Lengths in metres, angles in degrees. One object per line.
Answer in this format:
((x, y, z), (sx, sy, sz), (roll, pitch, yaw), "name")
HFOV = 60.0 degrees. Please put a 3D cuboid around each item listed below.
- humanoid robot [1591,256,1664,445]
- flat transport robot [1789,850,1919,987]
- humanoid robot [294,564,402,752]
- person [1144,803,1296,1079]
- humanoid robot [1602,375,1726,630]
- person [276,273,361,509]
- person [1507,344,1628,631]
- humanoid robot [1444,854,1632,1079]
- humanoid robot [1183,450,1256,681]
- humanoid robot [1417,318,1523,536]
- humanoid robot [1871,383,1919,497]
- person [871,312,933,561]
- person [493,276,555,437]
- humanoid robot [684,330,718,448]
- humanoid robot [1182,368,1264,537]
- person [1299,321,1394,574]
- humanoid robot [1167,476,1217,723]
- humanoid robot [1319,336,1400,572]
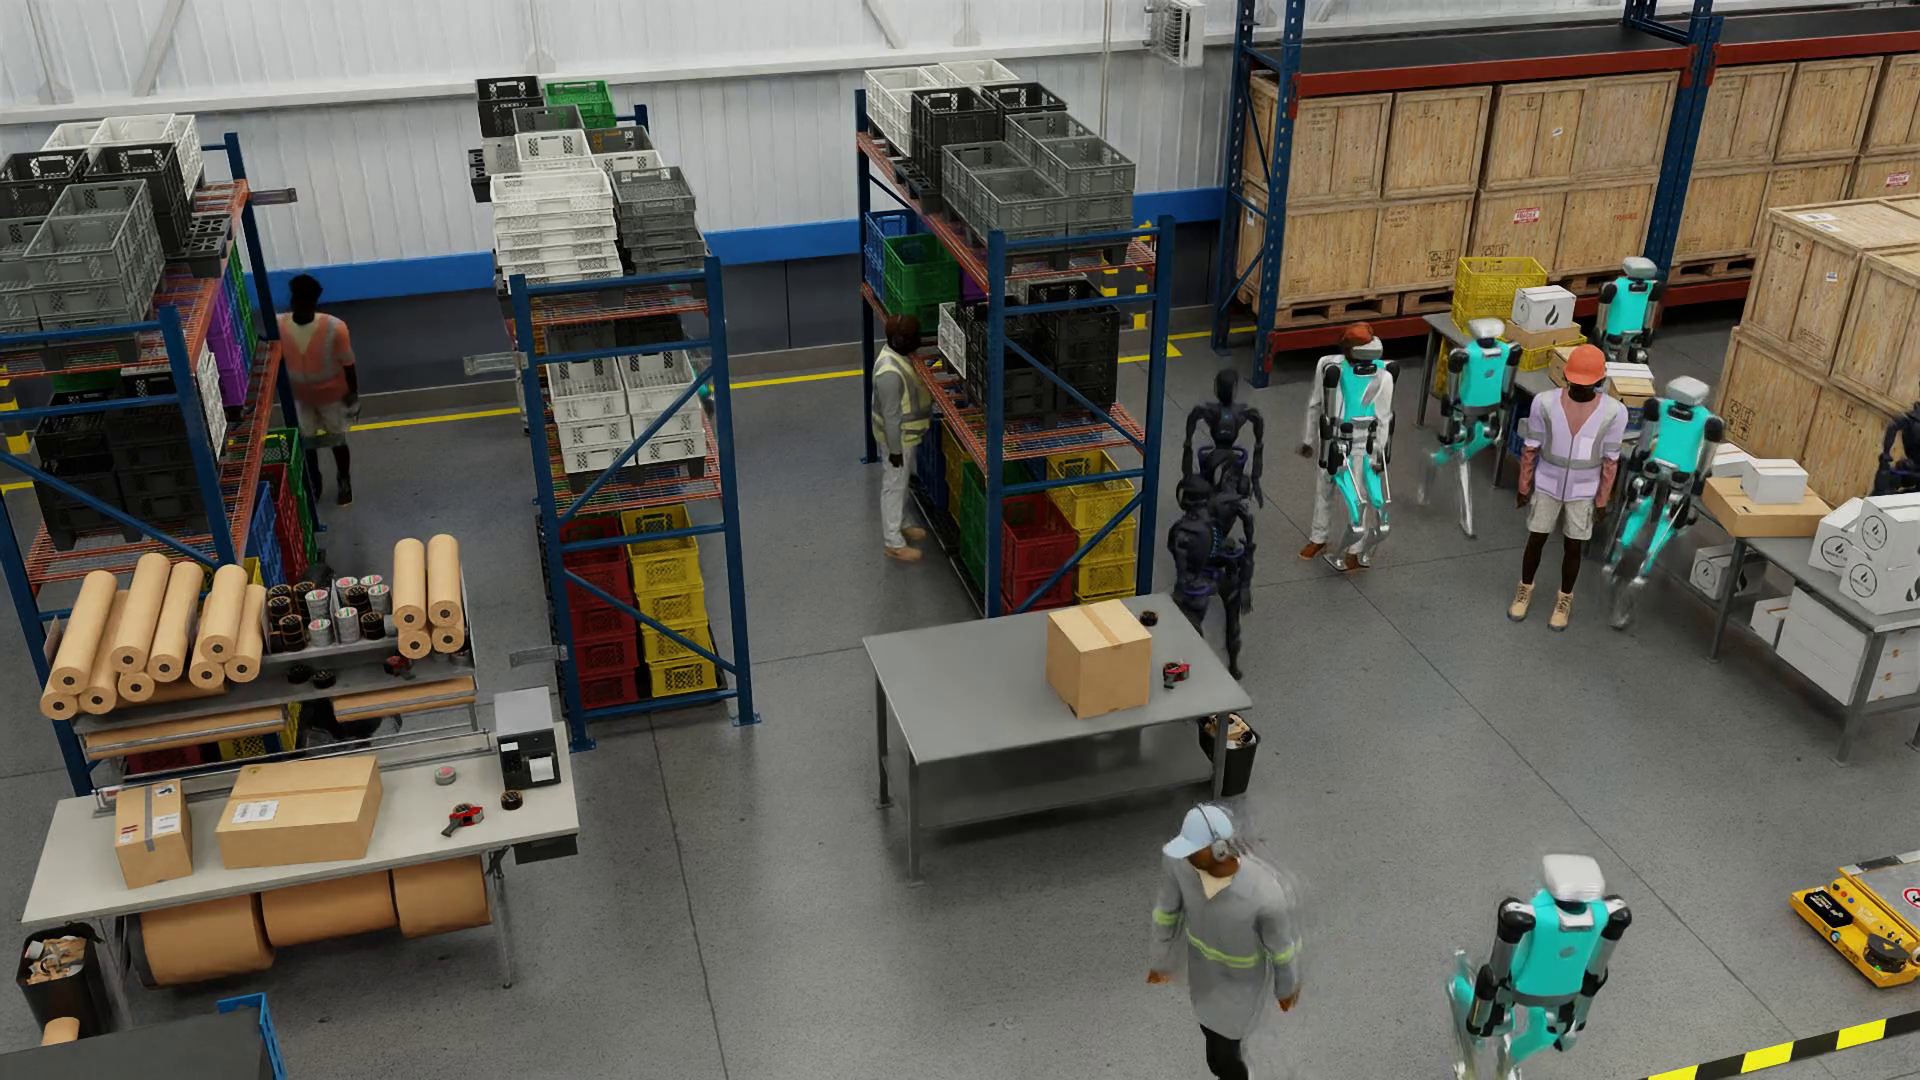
((5.224, -1.205, 12.947), (0.549, 1.905, 0.743), (-7, 30, -12), "humanoid robot")
((5.163, 1.916, 8.676), (1.431, 0.231, 0.659), (-8, 30, -14), "flat transport robot")
((-3.380, 0.860, 9.139), (0.587, 1.641, 0.480), (2, 29, 4), "humanoid robot")
((1.116, 1.857, 7.176), (0.599, 1.813, 0.607), (-24, 37, -37), "person")
((4.526, -0.143, 10.962), (0.676, 1.859, 0.532), (-24, 37, -36), "humanoid robot")
((-4.784, -1.099, 12.439), (0.623, 1.924, 0.524), (-3, 29, -5), "person")
((3.979, -0.339, 10.956), (0.598, 2.035, 0.401), (12, 31, 21), "person")
((2.380, 1.936, 7.119), (0.549, 1.727, 1.042), (-2, 29, -5), "humanoid robot")
((1.626, 0.175, 10.388), (0.390, 1.646, 0.600), (-23, 36, -35), "humanoid robot")
((3.667, -0.874, 12.303), (0.575, 1.846, 0.896), (-4, 29, -8), "humanoid robot")
((6.473, -0.341, 11.315), (0.599, 1.656, 0.364), (-4, 29, -8), "humanoid robot")
((-0.410, -0.759, 11.909), (0.431, 1.844, 0.622), (4, 29, 7), "person")
((-3.535, -1.732, 13.689), (0.404, 1.833, 0.589), (5, 29, 9), "person")
((-2.199, -1.536, 13.435), (0.759, 1.810, 0.546), (1, 29, 2), "humanoid robot")
((1.823, -0.410, 11.484), (0.591, 1.631, 0.757), (3, 29, 5), "humanoid robot")
((2.715, -0.665, 11.707), (0.581, 1.878, 0.341), (21, 35, 33), "person")
((1.343, 0.369, 10.024), (0.354, 1.653, 0.612), (11, 31, 19), "humanoid robot")
((2.781, -0.525, 11.452), (0.533, 1.677, 0.735), (-4, 29, -6), "humanoid robot")
